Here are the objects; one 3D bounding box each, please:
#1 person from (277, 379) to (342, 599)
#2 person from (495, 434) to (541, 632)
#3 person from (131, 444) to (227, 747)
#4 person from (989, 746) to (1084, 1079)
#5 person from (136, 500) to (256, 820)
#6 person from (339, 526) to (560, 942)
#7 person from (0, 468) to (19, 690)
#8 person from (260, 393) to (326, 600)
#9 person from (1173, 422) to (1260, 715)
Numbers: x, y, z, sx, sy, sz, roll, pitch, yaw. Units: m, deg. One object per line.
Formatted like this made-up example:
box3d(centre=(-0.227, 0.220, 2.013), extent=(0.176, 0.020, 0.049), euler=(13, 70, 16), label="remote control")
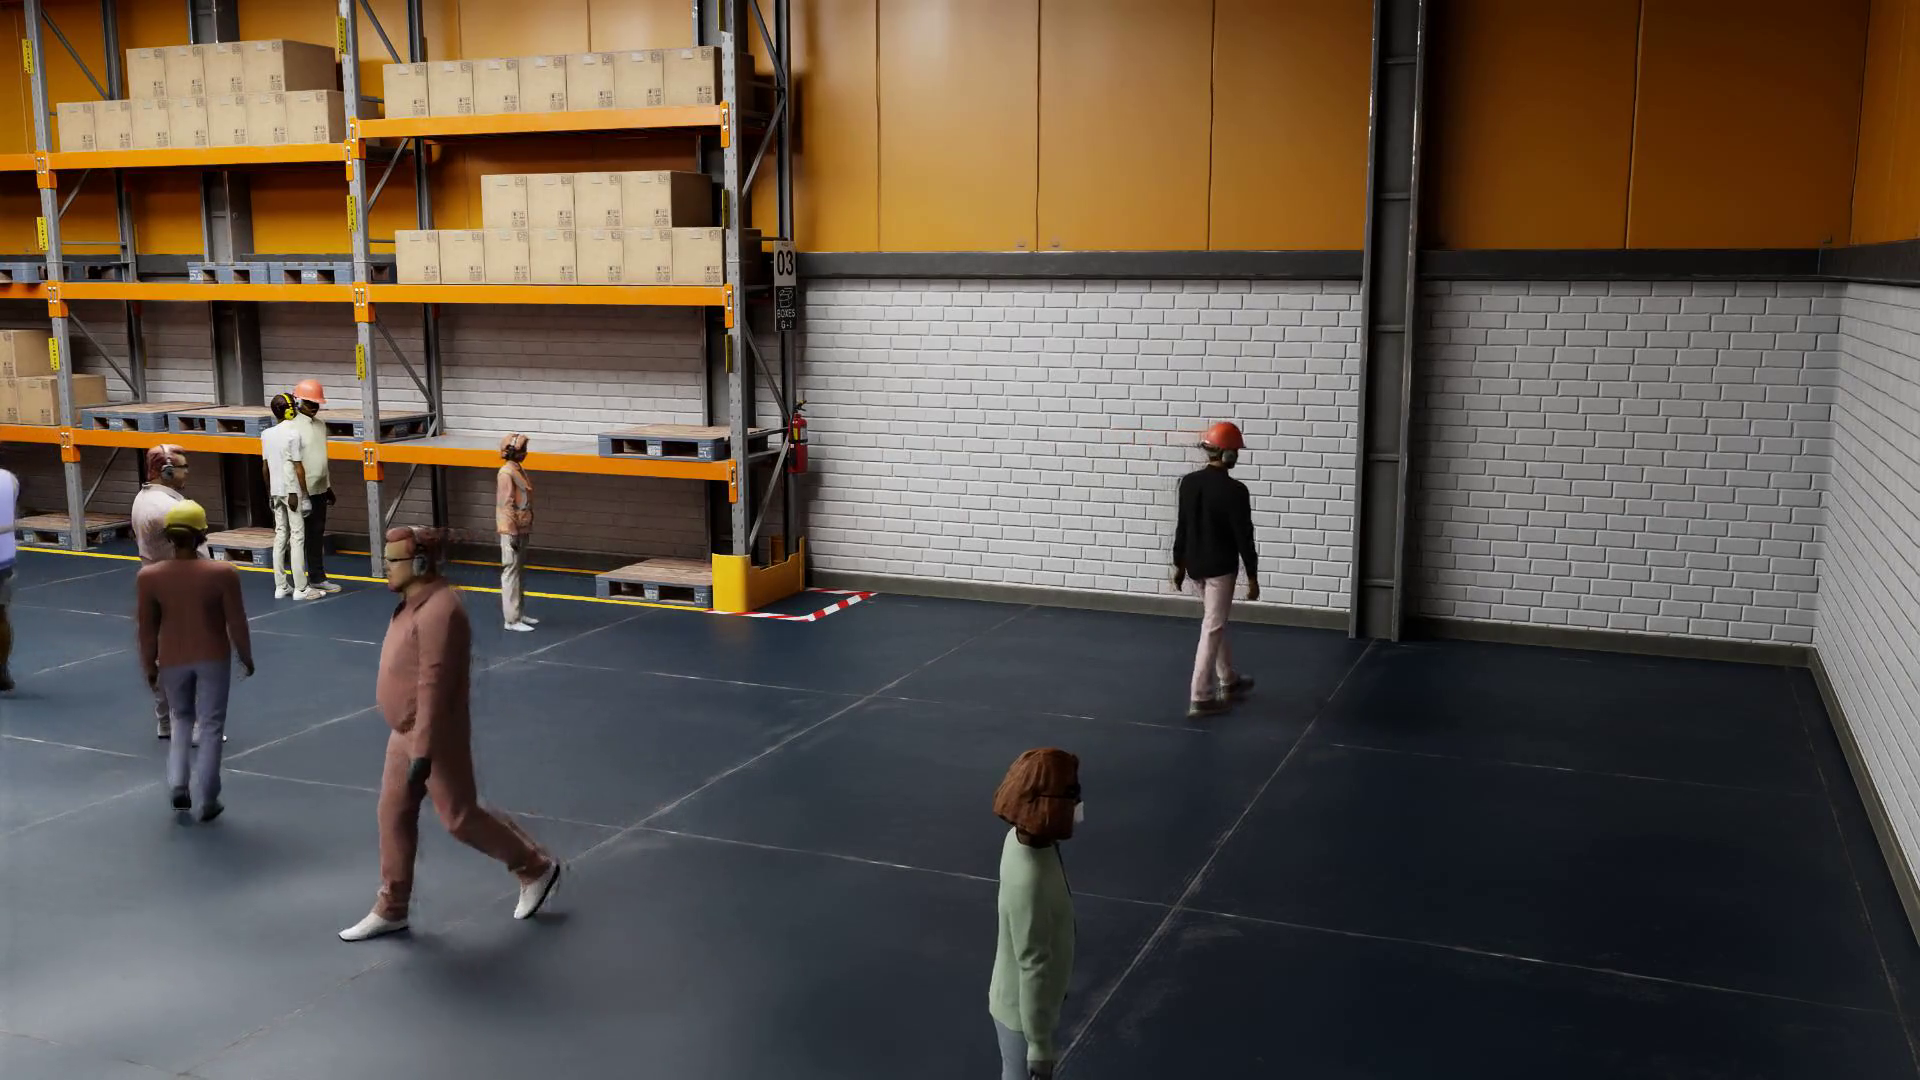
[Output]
box3d(centre=(-5.910, -0.466, 15.130), extent=(0.393, 1.986, 0.611), euler=(2, 10, 14), label="person")
box3d(centre=(-3.670, -0.065, 13.753), extent=(0.331, 1.636, 0.546), euler=(-1, 9, -7), label="person")
box3d(centre=(-4.921, 0.346, 10.455), extent=(0.411, 1.908, 0.643), euler=(-8, 12, -39), label="person")
box3d(centre=(0.221, 1.399, 4.891), extent=(0.274, 1.632, 0.503), euler=(0, 9, 1), label="person")
box3d(centre=(-4.149, 0.652, 9.063), extent=(0.529, 1.753, 0.391), euler=(-1, 9, -7), label="person")
box3d(centre=(-2.328, 0.853, 7.500), extent=(0.910, 1.876, 0.652), euler=(-6, 11, -33), label="person")
box3d(centre=(-6.849, 0.134, 11.659), extent=(0.429, 1.931, 0.565), euler=(2, 10, 10), label="person")
box3d(centre=(-6.056, -0.391, 15.025), extent=(0.520, 1.874, 0.327), euler=(5, 11, 27), label="person")
box3d(centre=(1.840, 0.180, 11.278), extent=(0.841, 1.965, 0.658), euler=(-6, 11, -33), label="person")
